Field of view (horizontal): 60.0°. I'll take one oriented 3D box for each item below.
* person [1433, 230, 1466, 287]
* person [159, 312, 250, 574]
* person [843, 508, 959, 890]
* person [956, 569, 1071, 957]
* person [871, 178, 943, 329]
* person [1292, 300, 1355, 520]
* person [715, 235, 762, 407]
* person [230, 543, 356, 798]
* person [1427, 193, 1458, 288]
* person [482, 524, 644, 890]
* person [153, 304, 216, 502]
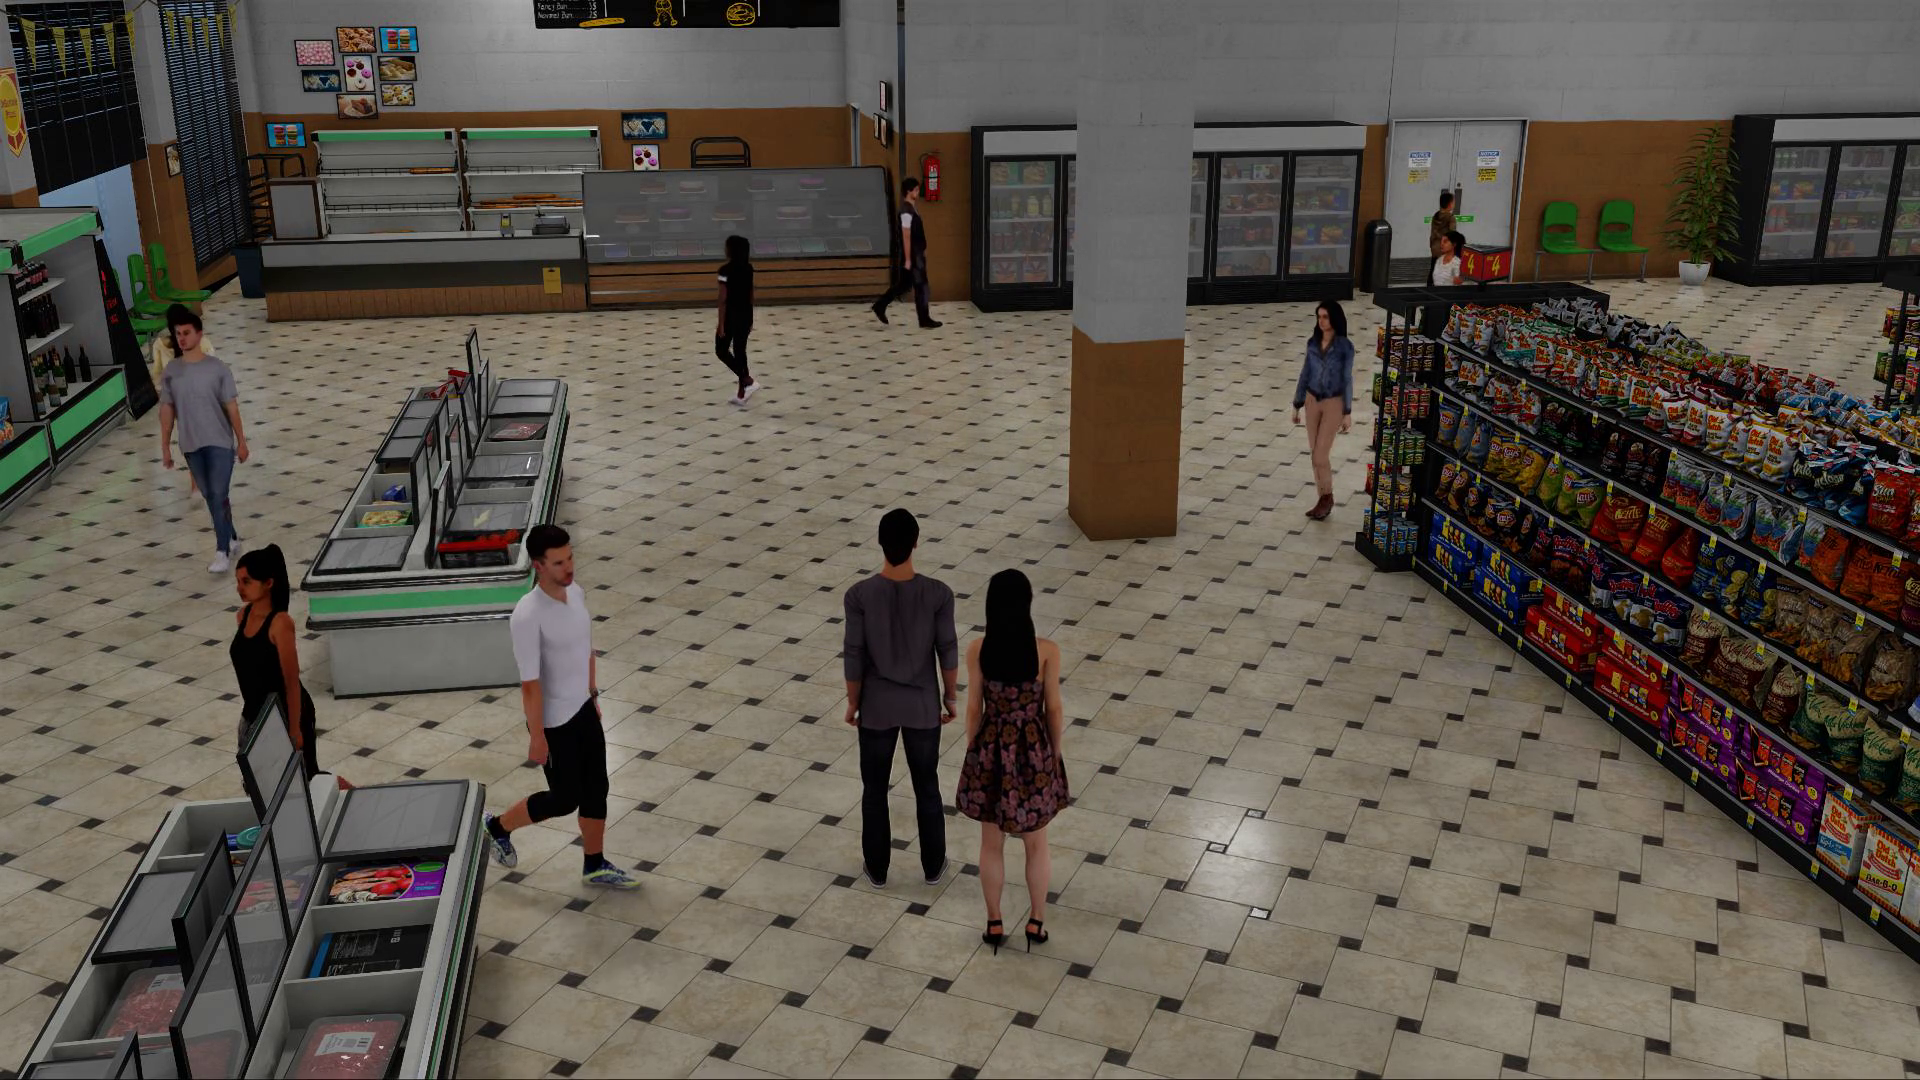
[{"bbox_3d":[5.216,-2.455,17.629,0.716,1.623,0.929,-6,20,-18],"label":"person"},{"bbox_3d":[-5.445,-0.733,12.143,0.832,1.864,1.006,1,19,4],"label":"person"},{"bbox_3d":[-0.282,0.749,7.768,0.699,1.852,0.554,-1,19,-4],"label":"person"},{"bbox_3d":[0.229,0.971,7.234,0.727,1.773,0.742,1,19,2],"label":"person"},{"bbox_3d":[-0.689,-3.490,20.383,0.797,1.823,1.069,-1,19,-3],"label":"person"},{"bbox_3d":[2.947,-1.020,13.174,0.814,1.750,0.731,-16,24,-39],"label":"person"},{"bbox_3d":[-2.182,-2.165,16.616,0.915,1.720,0.847,14,23,36],"label":"person"},{"bbox_3d":[-3.166,0.817,7.906,1.010,1.636,1.095,11,22,31],"label":"person"},{"bbox_3d":[6.403,-3.866,22.076,0.721,1.454,0.611,-11,22,-30],"label":"person"},{"bbox_3d":[-1.913,0.796,7.661,1.022,1.832,1.067,5,19,15],"label":"person"},{"bbox_3d":[-6.317,-1.089,13.641,0.650,1.583,1.111,-3,19,-10],"label":"person"}]
